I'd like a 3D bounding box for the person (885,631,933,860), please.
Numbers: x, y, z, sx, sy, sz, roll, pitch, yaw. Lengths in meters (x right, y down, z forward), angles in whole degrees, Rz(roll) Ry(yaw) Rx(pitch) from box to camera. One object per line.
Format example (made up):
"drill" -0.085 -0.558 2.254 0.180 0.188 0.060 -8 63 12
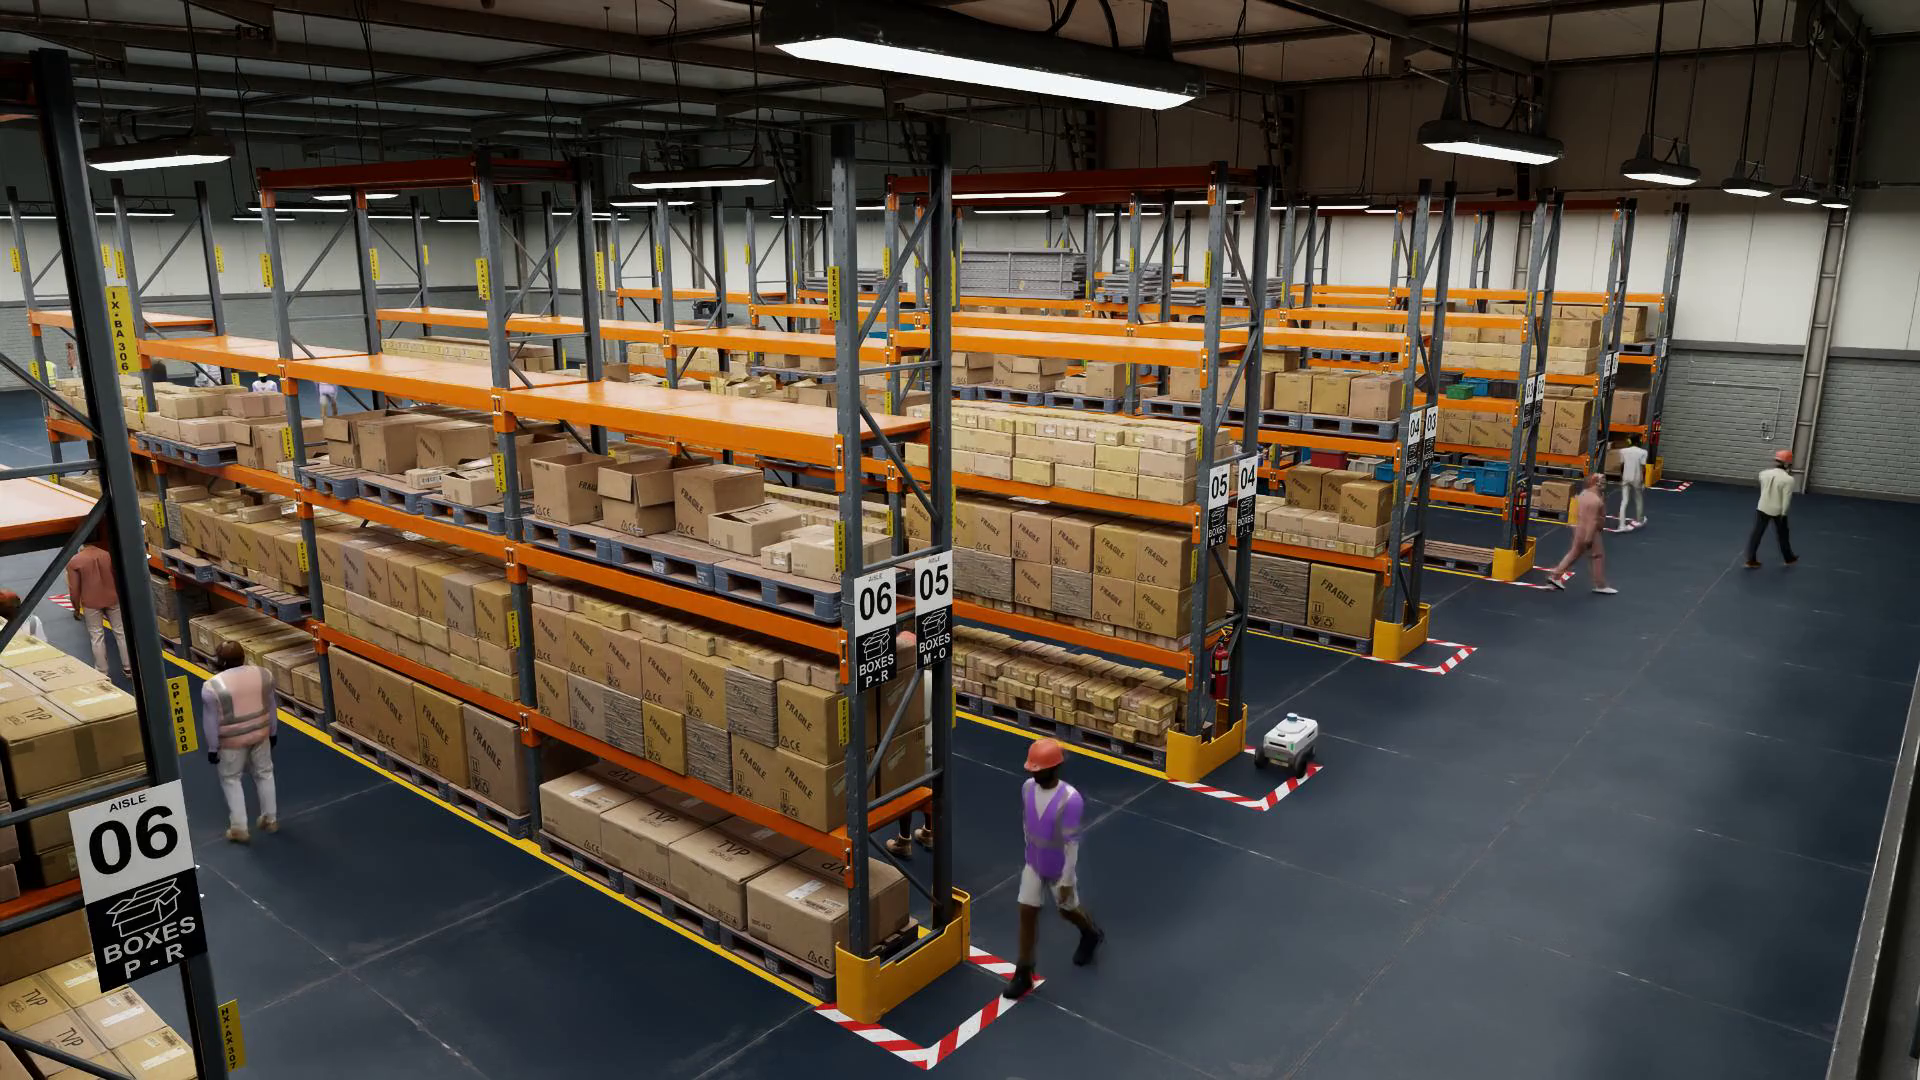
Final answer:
"person" -0.439 1.782 11.036 0.608 2.046 0.367 -10 17 -35

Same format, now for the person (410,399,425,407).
"person" -12.639 -2.577 29.400 0.345 1.840 0.504 2 14 9

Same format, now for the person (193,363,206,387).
"person" -24.567 -5.257 40.730 0.387 1.679 0.560 -1 14 -6

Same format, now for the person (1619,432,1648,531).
"person" 12.496 -1.088 23.313 0.960 1.817 0.547 -11 18 -39

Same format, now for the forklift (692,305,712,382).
"forklift" -9.511 -7.392 47.124 1.873 2.768 1.129 11 17 38

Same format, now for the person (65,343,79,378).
"person" -31.347 -6.147 44.497 0.309 1.641 0.514 -8 16 -31

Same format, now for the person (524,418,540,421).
"person" -10.361 -2.751 30.531 0.523 1.638 0.306 3 14 13

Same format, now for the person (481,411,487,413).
"person" -11.138 -2.794 30.145 0.550 1.918 0.749 -12 18 -41

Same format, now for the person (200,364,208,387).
"person" -24.534 -5.377 40.994 0.630 1.811 0.783 -2 14 -8

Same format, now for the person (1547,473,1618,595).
"person" 9.563 -0.116 19.230 0.956 1.870 0.645 2 14 7

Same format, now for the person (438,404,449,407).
"person" -14.288 -3.902 34.696 0.554 1.916 0.780 -9 17 -34

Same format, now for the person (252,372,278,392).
"person" -18.410 -3.596 33.453 0.602 1.913 0.426 -3 14 -11

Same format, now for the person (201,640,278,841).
"person" -6.507 1.805 11.436 0.433 1.820 0.641 9 16 32

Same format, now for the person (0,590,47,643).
"person" -9.640 1.421 12.947 0.983 1.833 0.586 7 15 28

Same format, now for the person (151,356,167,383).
"person" -23.687 -4.558 37.340 1.039 1.926 0.667 5 15 20

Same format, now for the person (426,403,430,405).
"person" -16.884 -4.985 39.475 0.524 1.760 0.327 -4 14 -15

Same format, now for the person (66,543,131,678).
"person" -10.492 0.757 15.374 0.391 1.986 0.608 12 18 41

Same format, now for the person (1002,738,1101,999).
"person" 0.680 2.312 9.150 0.542 1.909 0.926 11 18 38

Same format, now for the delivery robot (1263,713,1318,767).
"delivery robot" 3.419 2.032 13.008 0.477 0.478 0.707 10 17 35

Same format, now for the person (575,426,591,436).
"person" -7.527 -1.691 25.746 0.648 1.843 0.998 -4 14 -15

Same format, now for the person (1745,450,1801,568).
"person" 13.426 -0.508 20.664 0.995 1.946 0.615 -5 15 -20

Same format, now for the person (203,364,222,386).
"person" -23.808 -5.178 40.105 0.403 1.835 0.586 7 15 25

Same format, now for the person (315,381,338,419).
"person" -18.013 -4.216 35.828 0.625 2.003 1.029 -2 14 -9

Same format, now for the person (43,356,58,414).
"person" -27.761 -4.737 38.286 0.430 1.840 0.623 6 15 22

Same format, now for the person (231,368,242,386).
"person" -25.180 -6.063 43.404 0.767 2.000 0.690 12 18 41
